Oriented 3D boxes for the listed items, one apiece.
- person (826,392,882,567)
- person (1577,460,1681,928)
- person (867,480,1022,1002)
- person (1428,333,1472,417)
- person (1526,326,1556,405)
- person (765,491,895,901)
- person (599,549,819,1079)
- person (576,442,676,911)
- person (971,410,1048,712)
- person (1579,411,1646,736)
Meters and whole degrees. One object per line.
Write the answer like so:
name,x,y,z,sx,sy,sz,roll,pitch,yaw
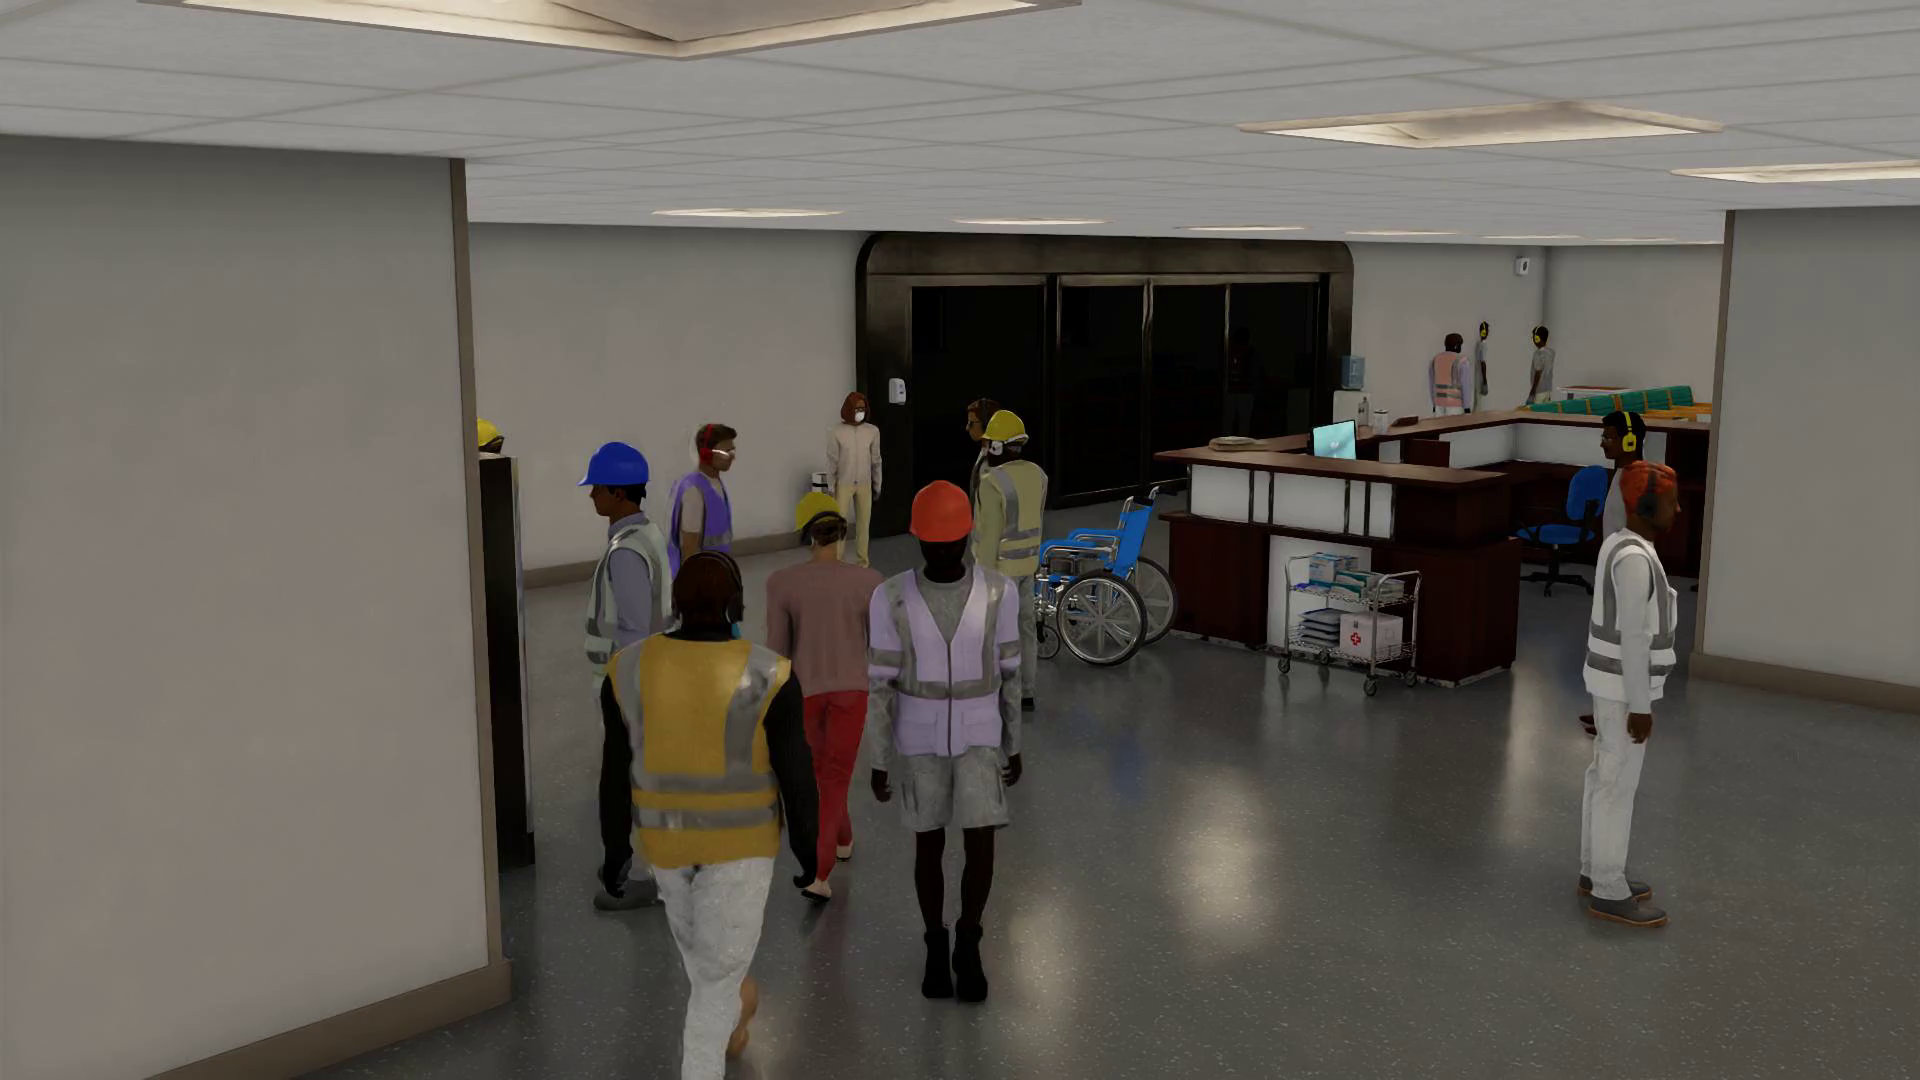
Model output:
person,-0.896,-0.445,14.127,0.504,1.627,0.285,-5,10,-27
person,2.741,0.616,6.813,0.355,1.884,0.572,2,10,15
person,-0.051,0.736,5.957,0.564,1.916,0.519,-1,9,-4
person,6.306,-1.731,21.341,0.429,1.844,0.627,-7,11,-35
person,8.061,-2.038,23.153,0.521,1.865,0.328,-9,13,-43
person,-0.564,0.653,7.133,0.544,1.707,0.886,1,9,6
person,-0.747,0.915,5.233,0.654,1.794,0.959,2,9,13
person,-1.378,0.560,6.955,0.388,1.947,0.611,-1,9,-7
person,0.266,0.151,9.818,0.403,1.833,0.586,6,11,34
person,3.765,0.195,9.475,0.326,1.862,0.509,2,10,13
